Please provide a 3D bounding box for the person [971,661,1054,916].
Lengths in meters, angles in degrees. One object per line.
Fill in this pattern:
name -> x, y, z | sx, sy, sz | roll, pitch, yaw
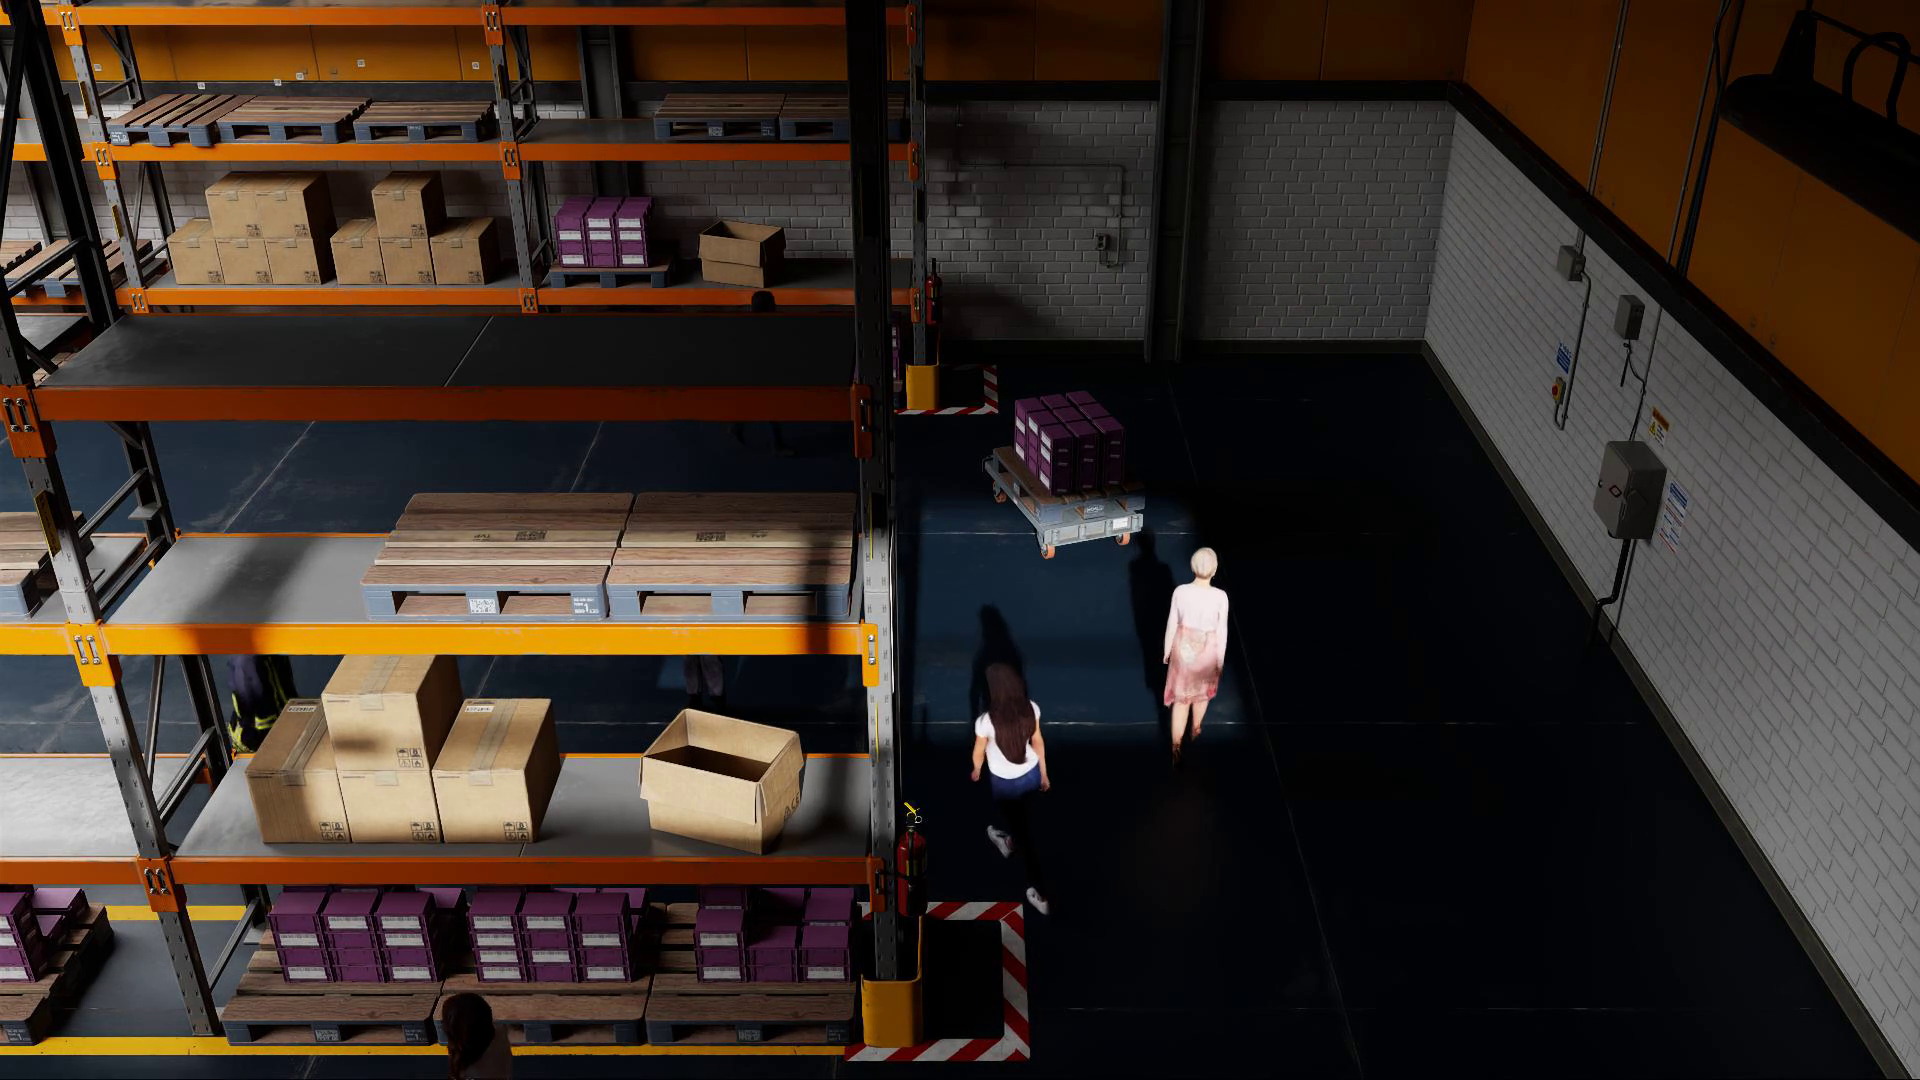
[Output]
person -> 0.386, 1.587, 10.295 | 1.079, 1.730, 1.038 | -14, 32, -24

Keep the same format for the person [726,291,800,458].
person -> -1.961, -1.595, 16.134 | 0.931, 1.725, 0.607 | -2, 29, -4

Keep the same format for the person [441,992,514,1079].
person -> -2.123, 2.846, 7.931 | 0.601, 1.783, 0.641 | 2, 29, 4

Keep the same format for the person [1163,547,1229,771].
person -> 1.648, 0.853, 11.707 | 0.999, 1.667, 0.808 | 6, 29, 12
